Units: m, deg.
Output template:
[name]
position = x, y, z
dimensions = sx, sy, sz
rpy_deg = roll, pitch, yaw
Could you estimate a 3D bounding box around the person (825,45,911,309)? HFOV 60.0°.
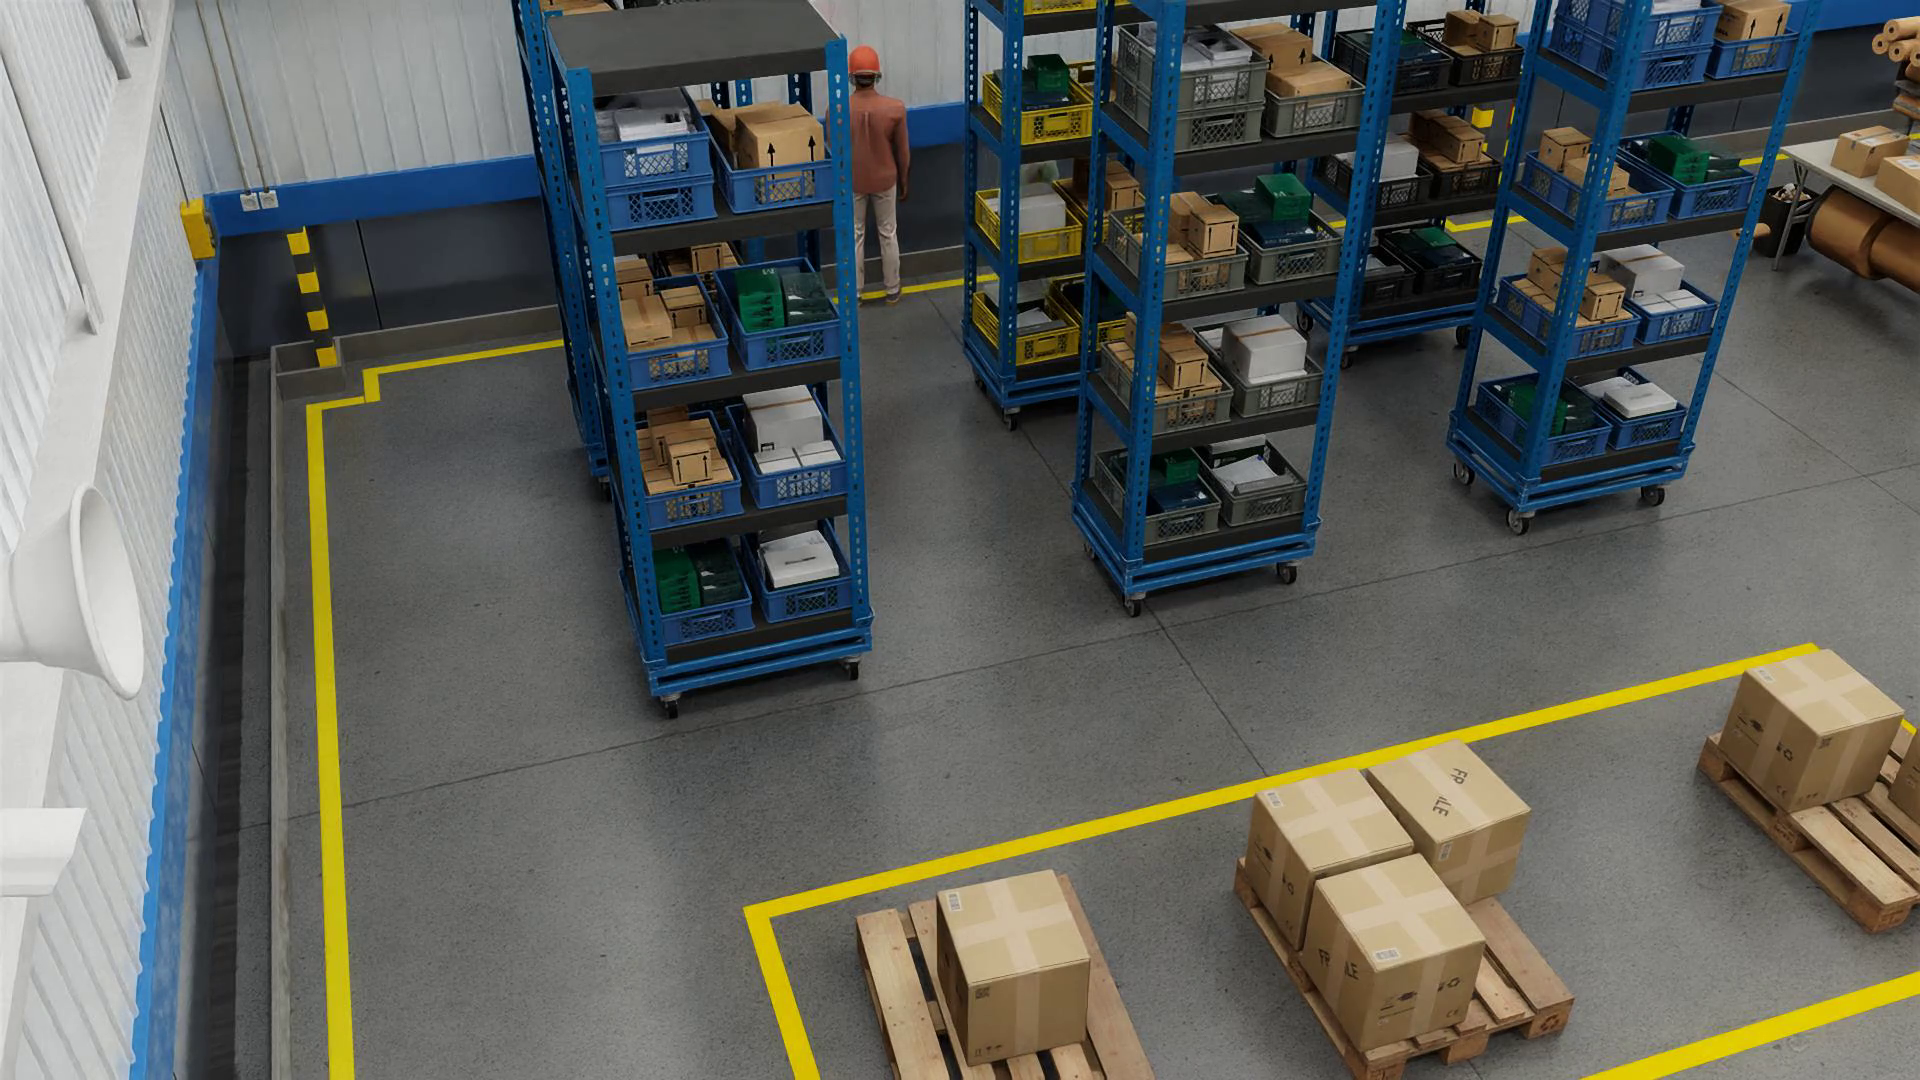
[person]
position = -0.678, -2.672, 12.337
dimensions = 0.622, 1.991, 0.389
rpy_deg = -4, 35, -6
